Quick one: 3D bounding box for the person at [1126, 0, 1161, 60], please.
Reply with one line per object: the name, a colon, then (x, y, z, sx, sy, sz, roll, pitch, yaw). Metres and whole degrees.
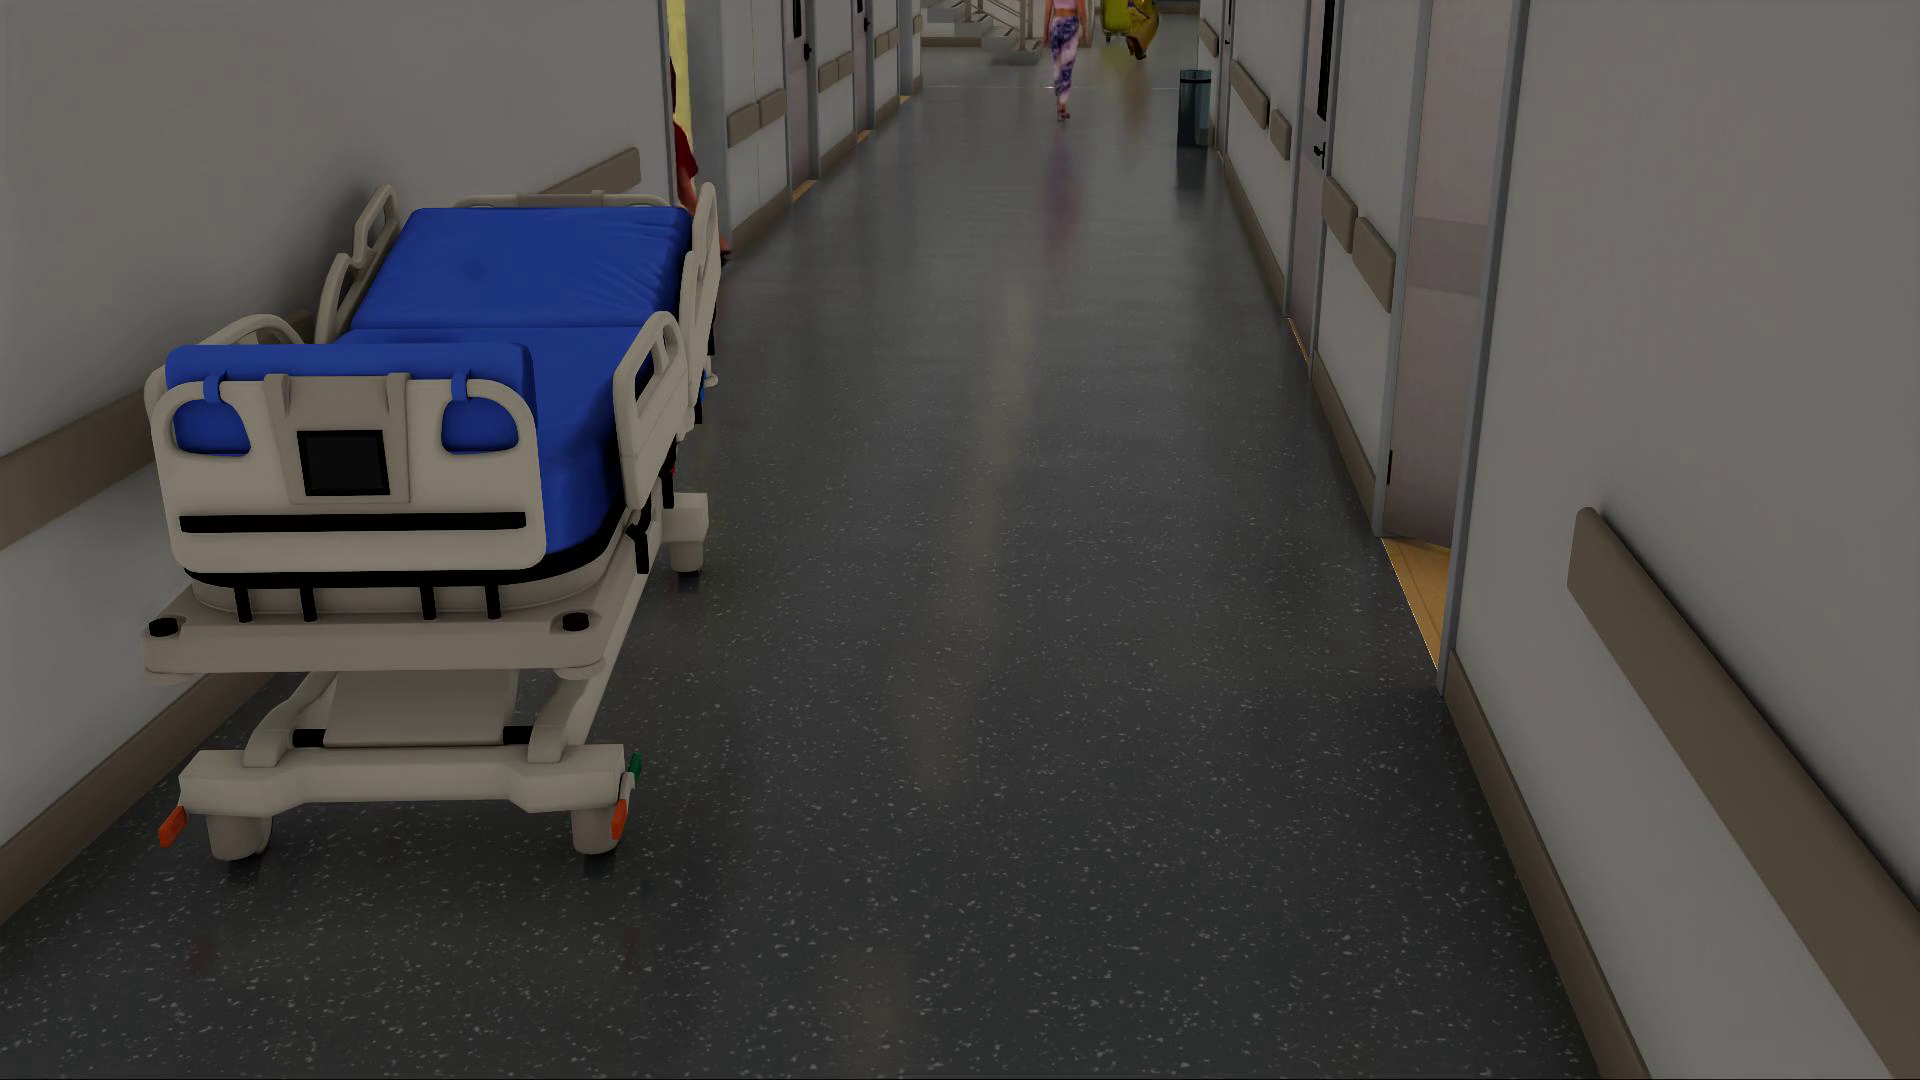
person: (2.686, -8.080, 25.075, 1.079, 1.641, 1.032, -19, 28, -41)

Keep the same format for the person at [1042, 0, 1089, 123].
person: (1.089, -5.367, 17.759, 0.842, 1.749, 0.786, 7, 22, 18)
